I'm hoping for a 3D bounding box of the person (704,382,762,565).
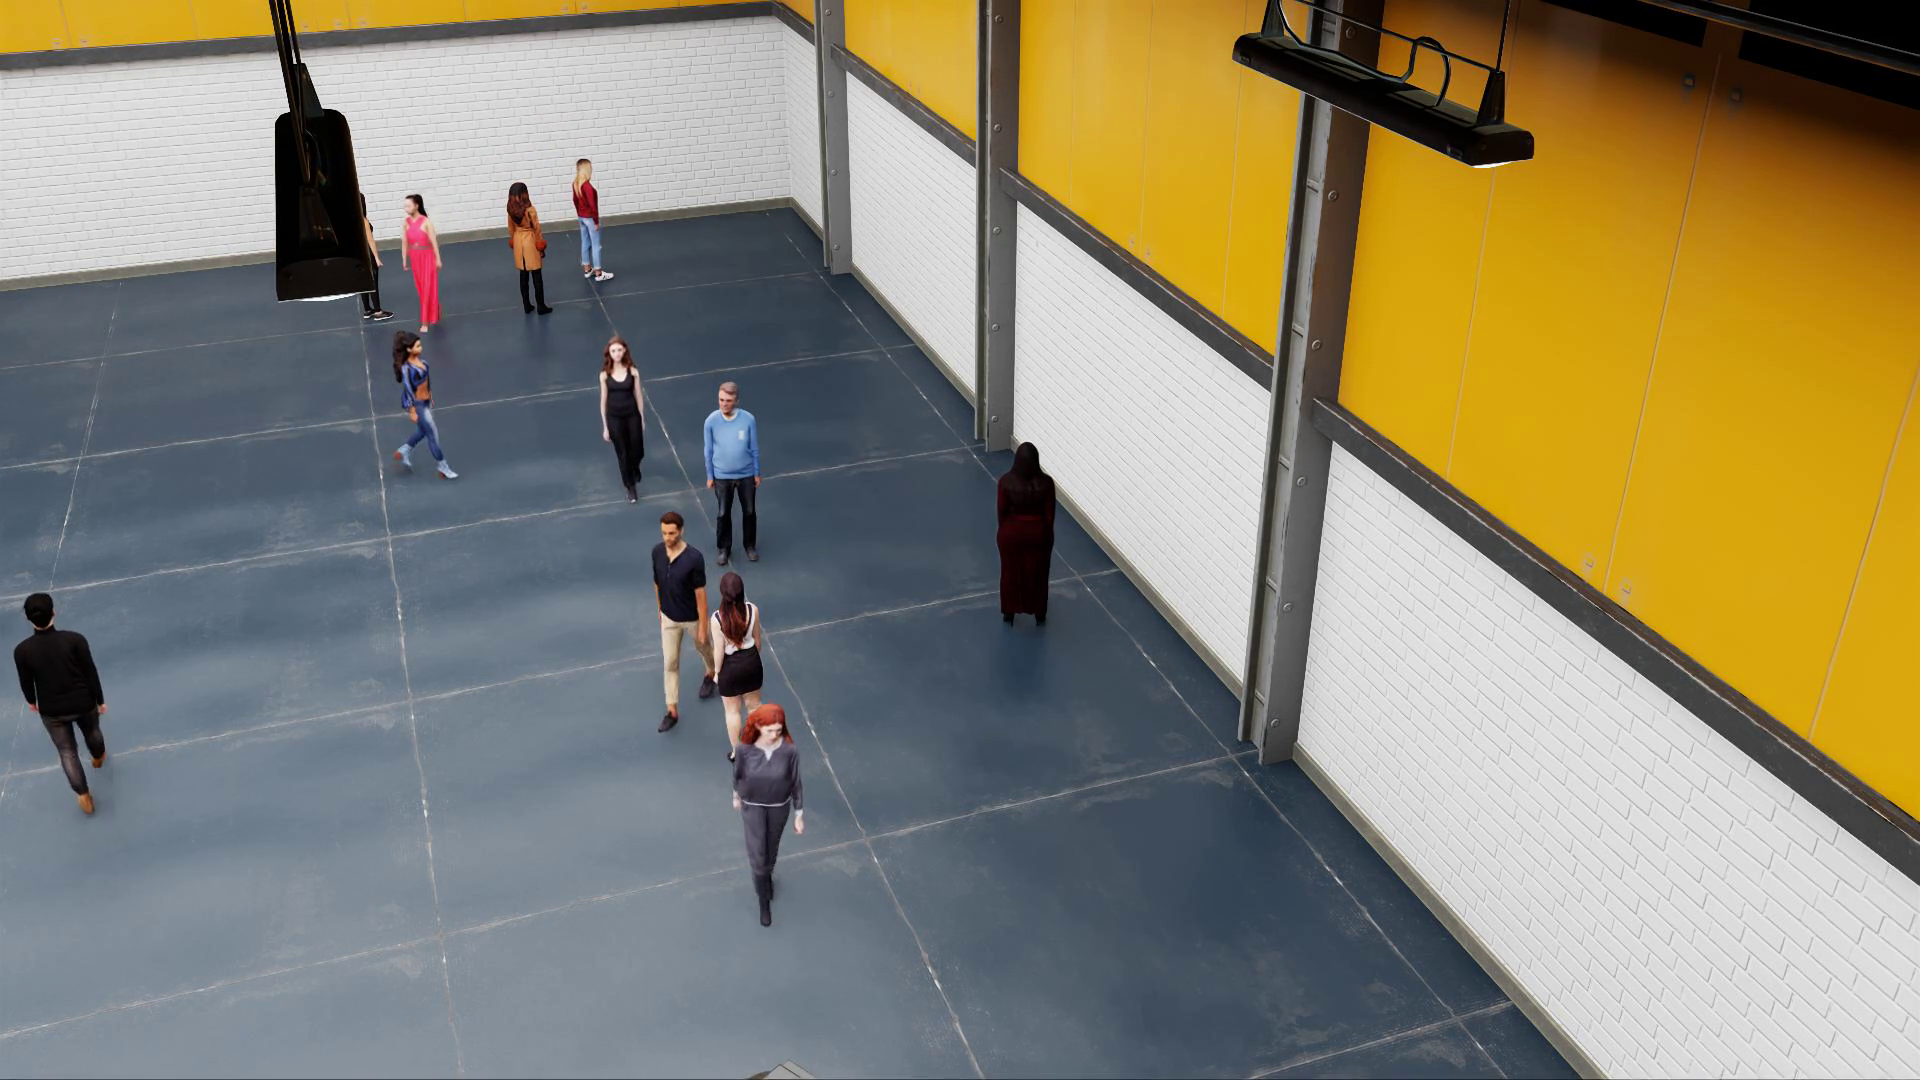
[{"bbox_3d":[-2.097,-0.643,15.435,0.698,1.813,0.627,-4,29,-8],"label":"person"}]

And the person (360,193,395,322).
[{"bbox_3d":[-7.524,-3.595,21.024,0.603,1.644,0.680,16,32,26],"label":"person"}]

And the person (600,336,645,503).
[{"bbox_3d":[-3.371,-1.233,16.598,0.599,1.735,0.752,-8,30,-15],"label":"person"}]

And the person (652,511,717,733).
[{"bbox_3d":[-2.159,0.558,13.233,1.090,1.813,1.248,8,30,14],"label":"person"}]

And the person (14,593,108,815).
[{"bbox_3d":[-6.533,1.222,12.149,0.760,1.684,1.104,-14,32,-24],"label":"person"}]

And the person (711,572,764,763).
[{"bbox_3d":[-1.683,0.977,12.637,0.604,1.649,0.577,-18,33,-29],"label":"person"}]

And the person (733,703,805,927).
[{"bbox_3d":[-1.320,1.758,11.119,0.688,1.730,0.806,0,29,0],"label":"person"}]

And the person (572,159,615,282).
[{"bbox_3d":[-4.987,-4.311,22.345,0.615,1.636,0.742,25,37,38],"label":"person"}]

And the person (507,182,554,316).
[{"bbox_3d":[-5.502,-3.715,21.163,0.771,1.720,0.813,10,30,18],"label":"person"}]

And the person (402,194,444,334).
[{"bbox_3d":[-6.658,-3.487,20.772,0.914,1.694,1.045,6,29,11],"label":"person"}]

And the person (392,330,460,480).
[{"bbox_3d":[-5.571,-1.371,16.991,0.924,1.600,0.984,2,29,4],"label":"person"}]

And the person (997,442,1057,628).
[{"bbox_3d":[0.571,-0.041,14.389,0.737,1.758,0.718,0,29,0],"label":"person"}]
